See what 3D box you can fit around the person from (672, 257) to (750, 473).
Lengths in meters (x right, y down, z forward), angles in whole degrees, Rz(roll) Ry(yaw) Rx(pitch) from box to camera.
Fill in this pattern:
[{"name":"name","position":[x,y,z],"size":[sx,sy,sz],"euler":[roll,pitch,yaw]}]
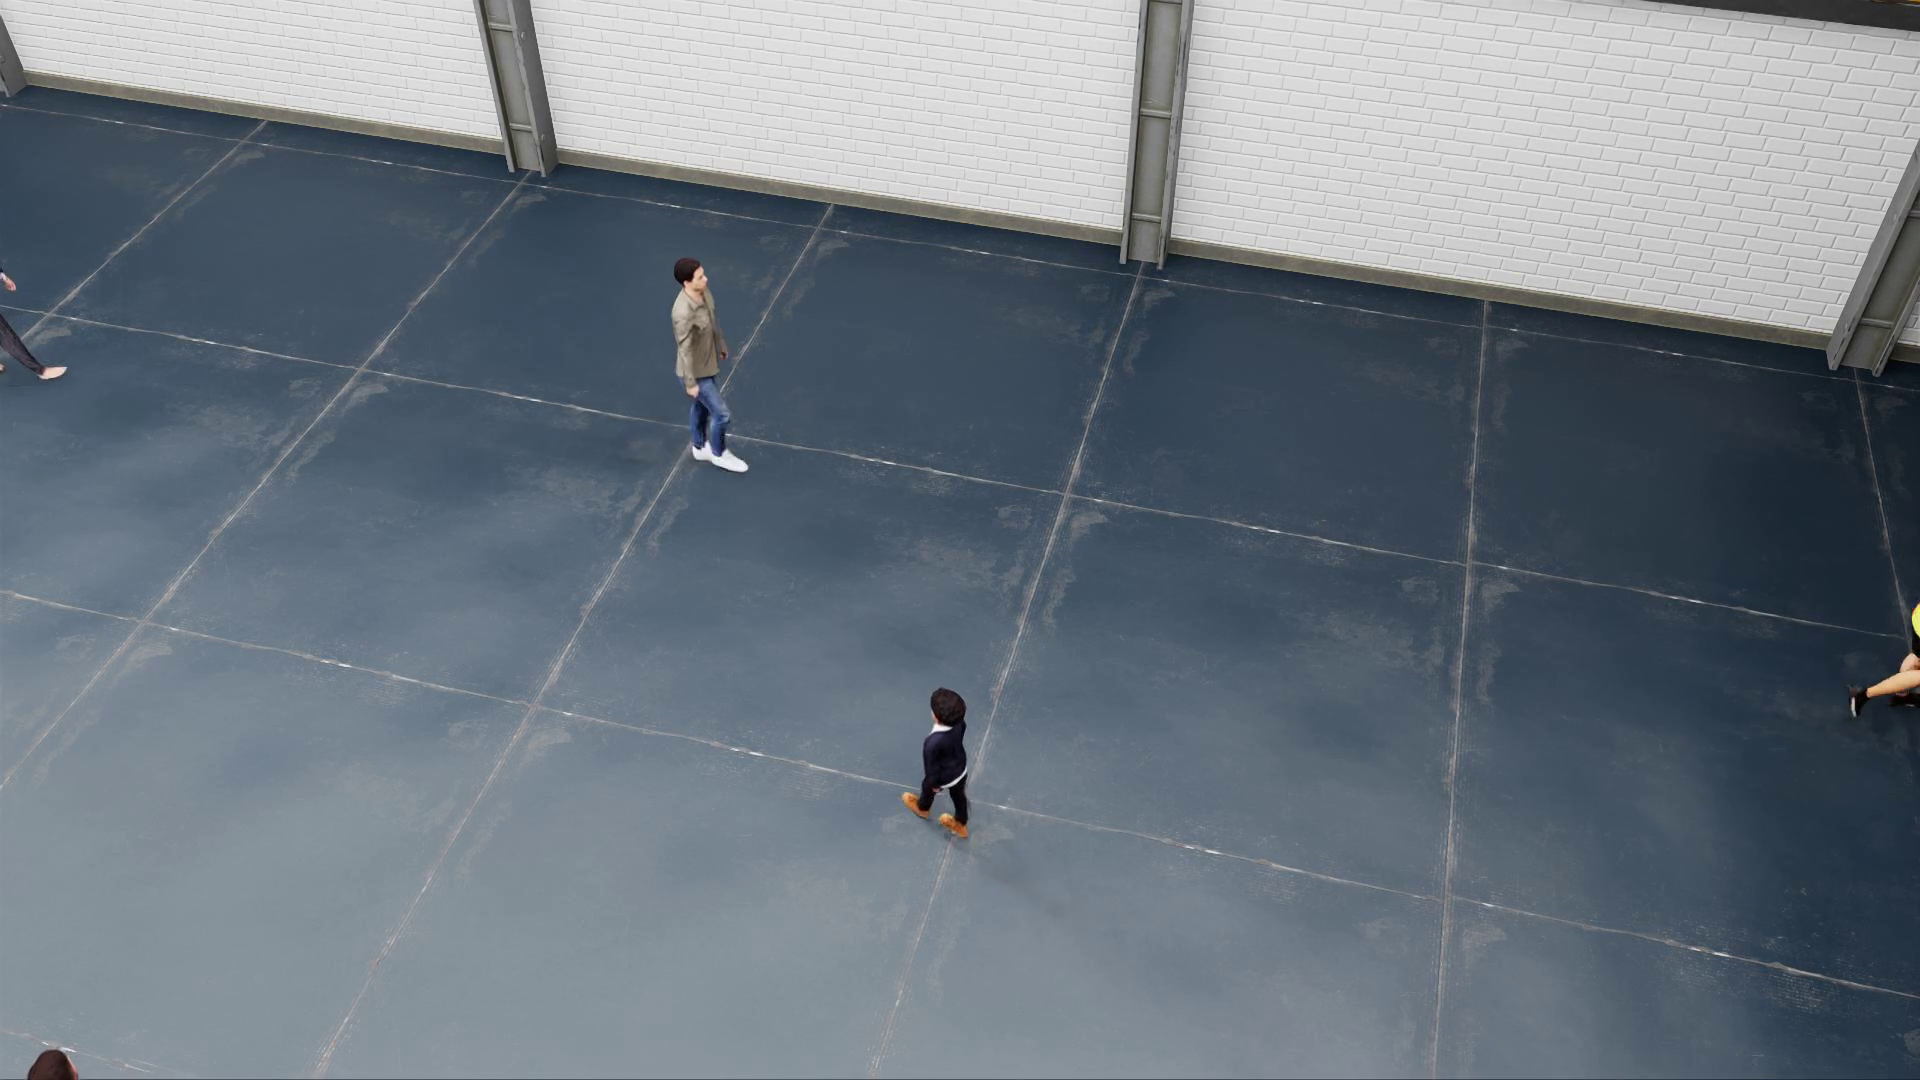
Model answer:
[{"name":"person","position":[-2.016,-1.302,12.346],"size":[0.749,1.856,0.760],"euler":[6,44,6]}]

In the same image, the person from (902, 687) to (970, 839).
[{"name":"person","position":[-0.040,1.381,10.000],"size":[0.802,1.208,0.686],"euler":[33,53,30]}]
